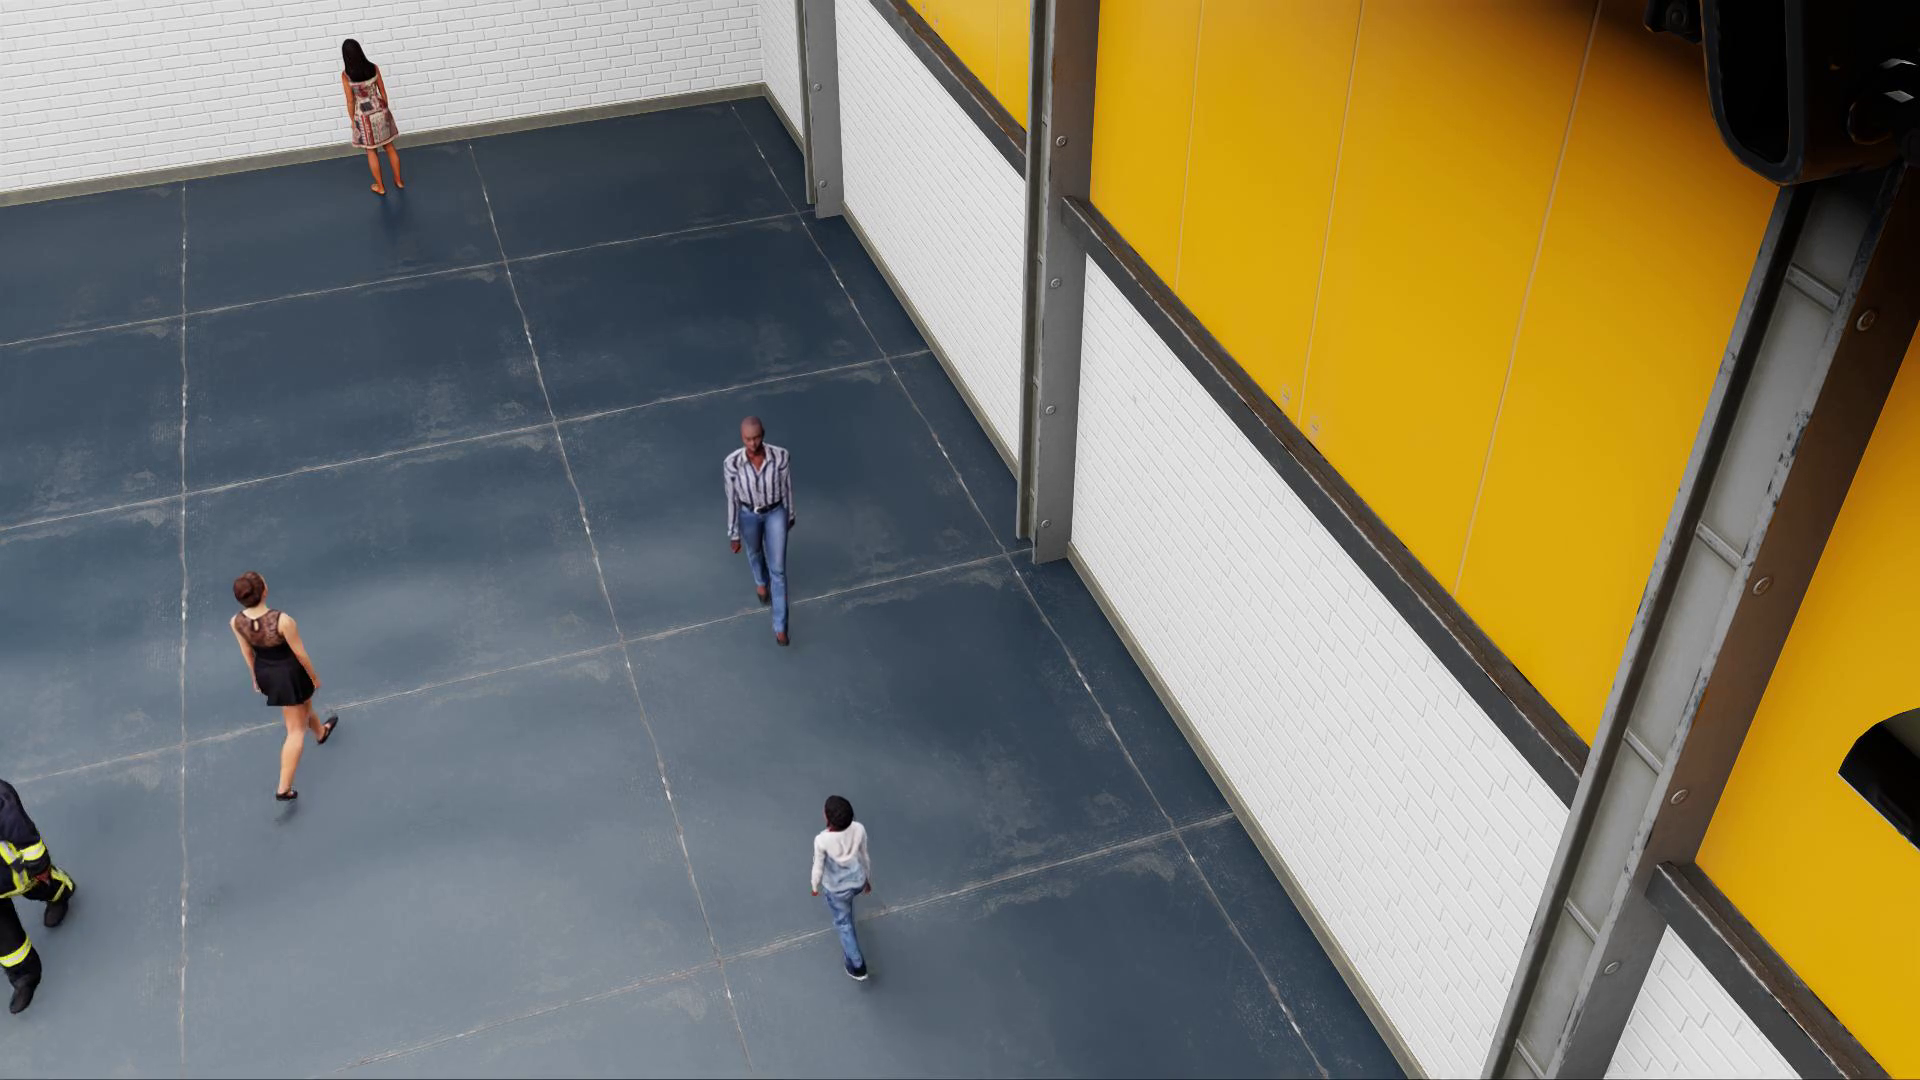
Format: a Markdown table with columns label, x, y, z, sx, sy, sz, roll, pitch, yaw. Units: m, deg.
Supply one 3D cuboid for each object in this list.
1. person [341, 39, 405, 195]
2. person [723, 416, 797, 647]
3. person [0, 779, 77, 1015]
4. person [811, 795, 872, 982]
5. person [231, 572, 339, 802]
| label | x | y | z | sx | sy | sz | roll | pitch | yaw |
| --- | --- | --- | --- | --- | --- | --- | --- | --- | --- |
| person | -6.106 | -4.391 | 17.224 | 0.717 | 1.642 | 0.660 | -27 | 46 | -30 |
| person | -1.429 | -0.185 | 11.873 | 0.800 | 1.748 | 1.189 | -6 | 39 | -8 |
| person | -5.472 | 1.730 | 9.457 | 0.836 | 1.771 | 1.237 | -6 | 39 | -8 |
| person | -0.653 | 1.990 | 9.552 | 0.573 | 1.247 | 0.912 | -20 | 43 | -23 |
| person | -4.331 | 0.929 | 10.565 | 0.935 | 1.640 | 1.160 | 7 | 39 | 8 |
